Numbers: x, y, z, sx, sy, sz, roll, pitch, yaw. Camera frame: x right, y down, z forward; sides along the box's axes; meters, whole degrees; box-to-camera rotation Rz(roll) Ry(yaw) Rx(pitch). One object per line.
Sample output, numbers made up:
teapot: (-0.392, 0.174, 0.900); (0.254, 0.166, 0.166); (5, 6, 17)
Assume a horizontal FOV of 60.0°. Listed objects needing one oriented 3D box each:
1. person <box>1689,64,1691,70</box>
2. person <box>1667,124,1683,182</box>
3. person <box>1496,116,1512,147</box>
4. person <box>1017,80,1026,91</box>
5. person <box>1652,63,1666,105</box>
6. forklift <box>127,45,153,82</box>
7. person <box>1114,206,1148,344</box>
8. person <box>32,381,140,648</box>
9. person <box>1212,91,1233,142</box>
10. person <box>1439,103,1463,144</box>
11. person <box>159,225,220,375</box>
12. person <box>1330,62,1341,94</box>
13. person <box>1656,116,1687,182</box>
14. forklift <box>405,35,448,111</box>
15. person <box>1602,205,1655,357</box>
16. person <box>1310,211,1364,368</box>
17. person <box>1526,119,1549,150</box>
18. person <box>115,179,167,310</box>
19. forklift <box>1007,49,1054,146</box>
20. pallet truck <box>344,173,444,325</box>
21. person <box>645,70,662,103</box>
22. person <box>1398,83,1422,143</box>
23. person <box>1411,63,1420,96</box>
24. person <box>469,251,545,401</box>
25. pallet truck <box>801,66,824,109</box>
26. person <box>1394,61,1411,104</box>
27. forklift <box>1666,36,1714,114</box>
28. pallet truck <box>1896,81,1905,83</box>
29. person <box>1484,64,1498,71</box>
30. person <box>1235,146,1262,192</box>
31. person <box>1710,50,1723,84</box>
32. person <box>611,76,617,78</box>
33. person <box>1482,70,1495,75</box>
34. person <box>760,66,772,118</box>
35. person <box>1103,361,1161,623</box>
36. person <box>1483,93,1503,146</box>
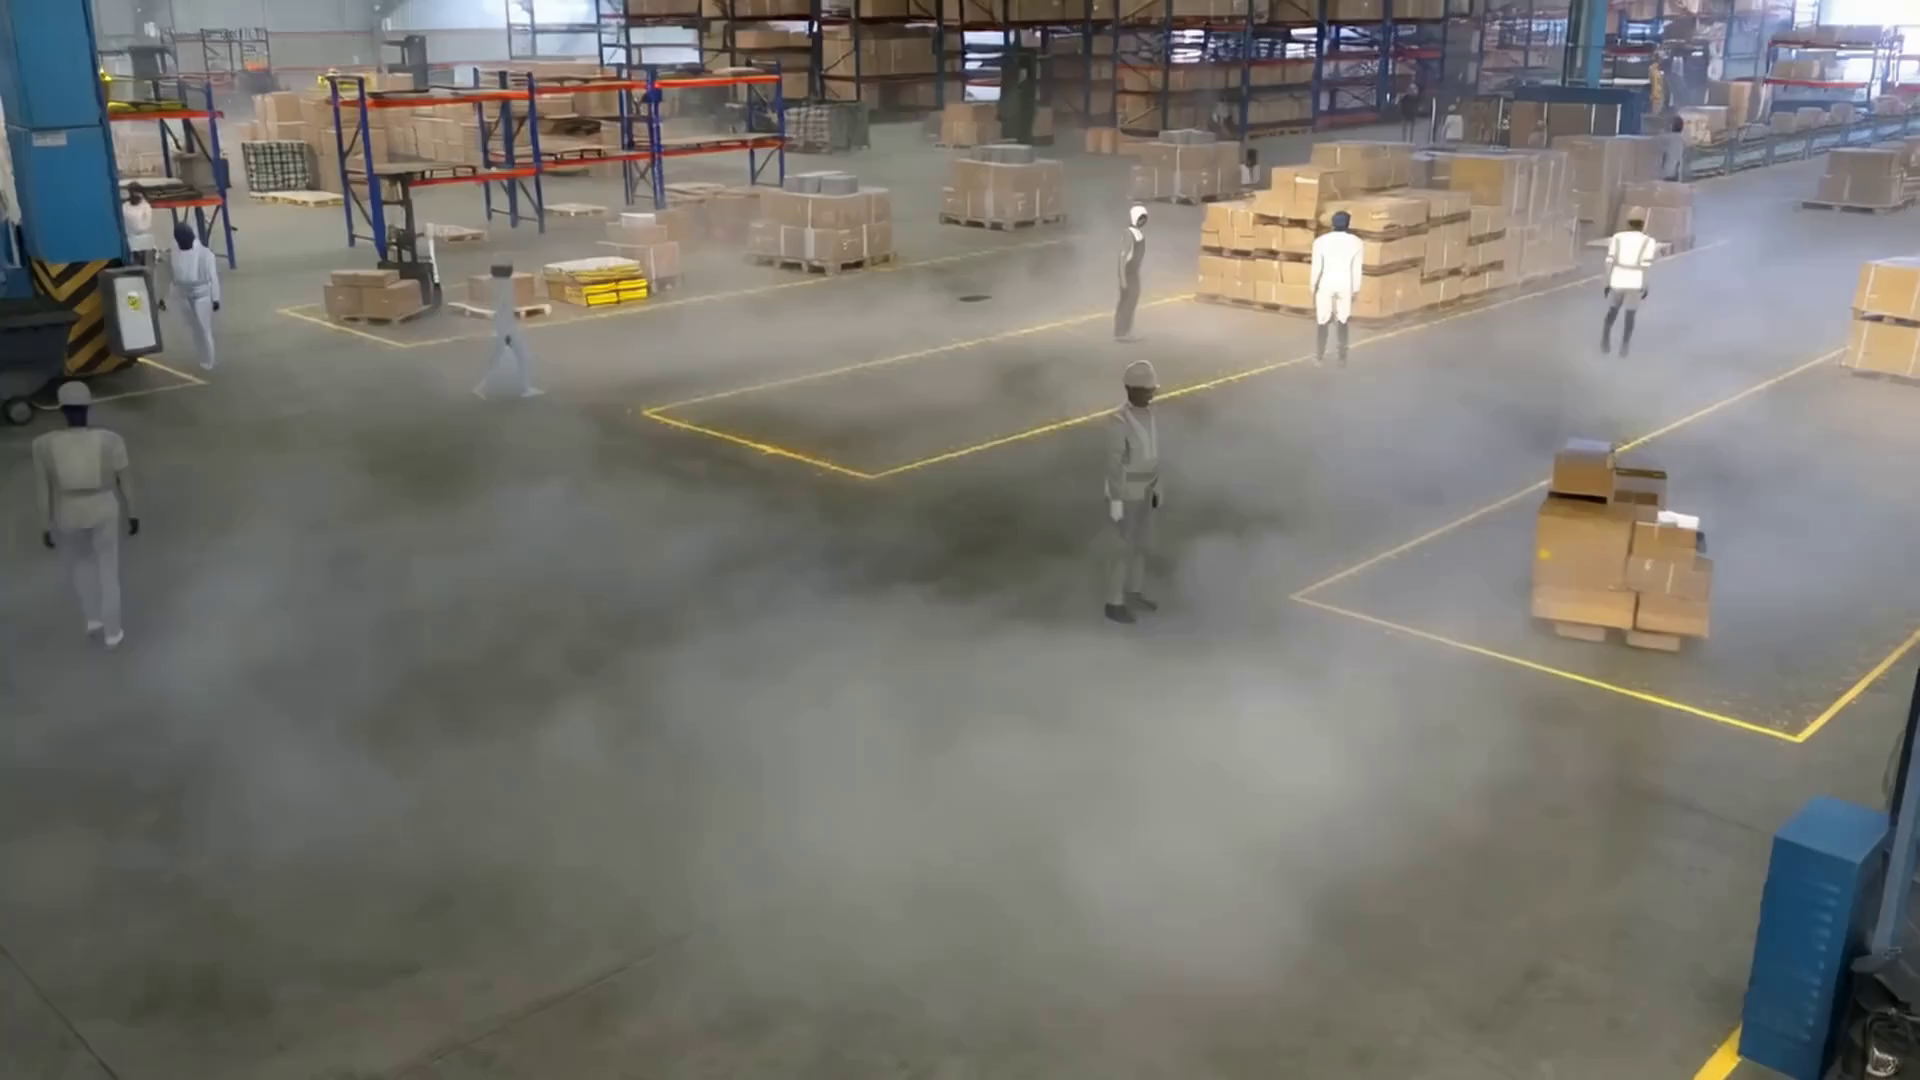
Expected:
person: (28.276, -17.734, 64.874); (0.673, 1.817, 0.603); (-17, 25, -42)
person: (15.848, -8.424, 37.012); (0.318, 1.695, 0.539); (-1, 18, -3)
person: (11.976, -8.417, 36.732); (0.312, 1.865, 0.557); (17, 25, 42)
person: (1.872, -13.233, 51.284); (0.952, 1.829, 0.707); (1, 18, 4)
person: (28.248, -18.440, 67.236); (0.546, 1.653, 0.829); (11, 21, 30)
forklift: (-25.544, -14.056, 52.129); (1.873, 2.768, 1.129); (-2, 18, -5)
person: (2.273, -3.506, 22.001); (0.392, 1.826, 0.522); (12, 22, 33)
person: (-6.217, -0.200, 11.897); (0.627, 1.901, 0.655); (-7, 20, -21)
person: (6.877, -10.819, 43.688); (1.037, 2.000, 0.701); (0, 18, 2)
person: (12.632, -10.326, 42.711); (0.536, 1.723, 0.901); (-4, 19, -11)
person: (-9.358, -2.904, 20.203); (0.645, 1.801, 0.892); (-4, 19, -12)
person: (16.532, -20.592, 73.526); (0.925, 1.789, 0.607); (-15, 23, -37)
person: (15.400, -8.181, 35.953); (0.611, 1.912, 1.020); (-17, 25, -41)
forklift: (-20.707, -17.881, 63.655); (1.129, 2.768, 1.873); (17, 25, 41)
person: (8.476, -3.270, 21.128); (0.549, 1.924, 0.549); (13, 22, 33)
person: (4.638, -3.093, 20.573); (0.632, 1.939, 0.368); (1, 18, 4)
person: (12.990, -8.633, 37.572); (0.528, 1.746, 0.713); (-3, 19, -10)
person: (-11.863, -4.257, 24.102); (0.386, 1.923, 0.593); (8, 20, 22)
forklift: (1.846, -13.143, 49.381); (1.129, 2.768, 1.873); (17, 25, 41)
pallet truck: (-8.209, -4.181, 23.757); (0.823, 1.965, 1.885); (3, 19, 9)
person: (-10.396, -14.994, 56.481); (0.606, 1.908, 0.399); (3, 19, 9)
person: (12.846, -12.029, 47.486); (0.625, 1.941, 0.990); (6, 19, 19)
person: (18.958, -19.007, 69.071); (0.467, 1.594, 0.675); (-2, 18, -5)
person: (-5.240, -2.437, 18.957); (0.822, 1.710, 0.487); (-17, 25, -41)
pallet truck: (-4.812, -15.182, 56.903); (0.823, 1.965, 1.885); (-9, 21, -26)
person: (17.017, -17.503, 64.135); (0.945, 1.867, 0.641); (-16, 24, -39)
forklift: (27.341, -17.291, 61.877); (1.129, 2.768, 1.873); (17, 25, 41)
pallet truck: (34.802, -16.331, 61.455); (0.653, 1.274, 1.630); (17, 25, 41)
person: (22.917, -20.144, 71.800); (0.602, 2.035, 0.398); (7, 20, 20)
person: (5.081, -6.058, 29.615); (0.593, 1.880, 0.963); (-10, 21, -28)
person: (33.208, -20.501, 73.023); (0.544, 1.938, 0.355); (-2, 18, -5)
person: (-11.895, -15.251, 57.701); (0.322, 1.628, 0.529); (-14, 23, -36)
person: (22.672, -19.849, 71.433); (0.540, 1.696, 0.316); (6, 19, 17)
person: (-7.080, -16.334, 60.618); (0.429, 1.842, 0.633); (2, 19, 7)
person: (1.279, -0.370, 12.350); (0.389, 1.949, 0.604); (12, 22, 33)
person: (15.840, -12.485, 49.417); (0.859, 1.588, 0.499); (-12, 22, -31)
